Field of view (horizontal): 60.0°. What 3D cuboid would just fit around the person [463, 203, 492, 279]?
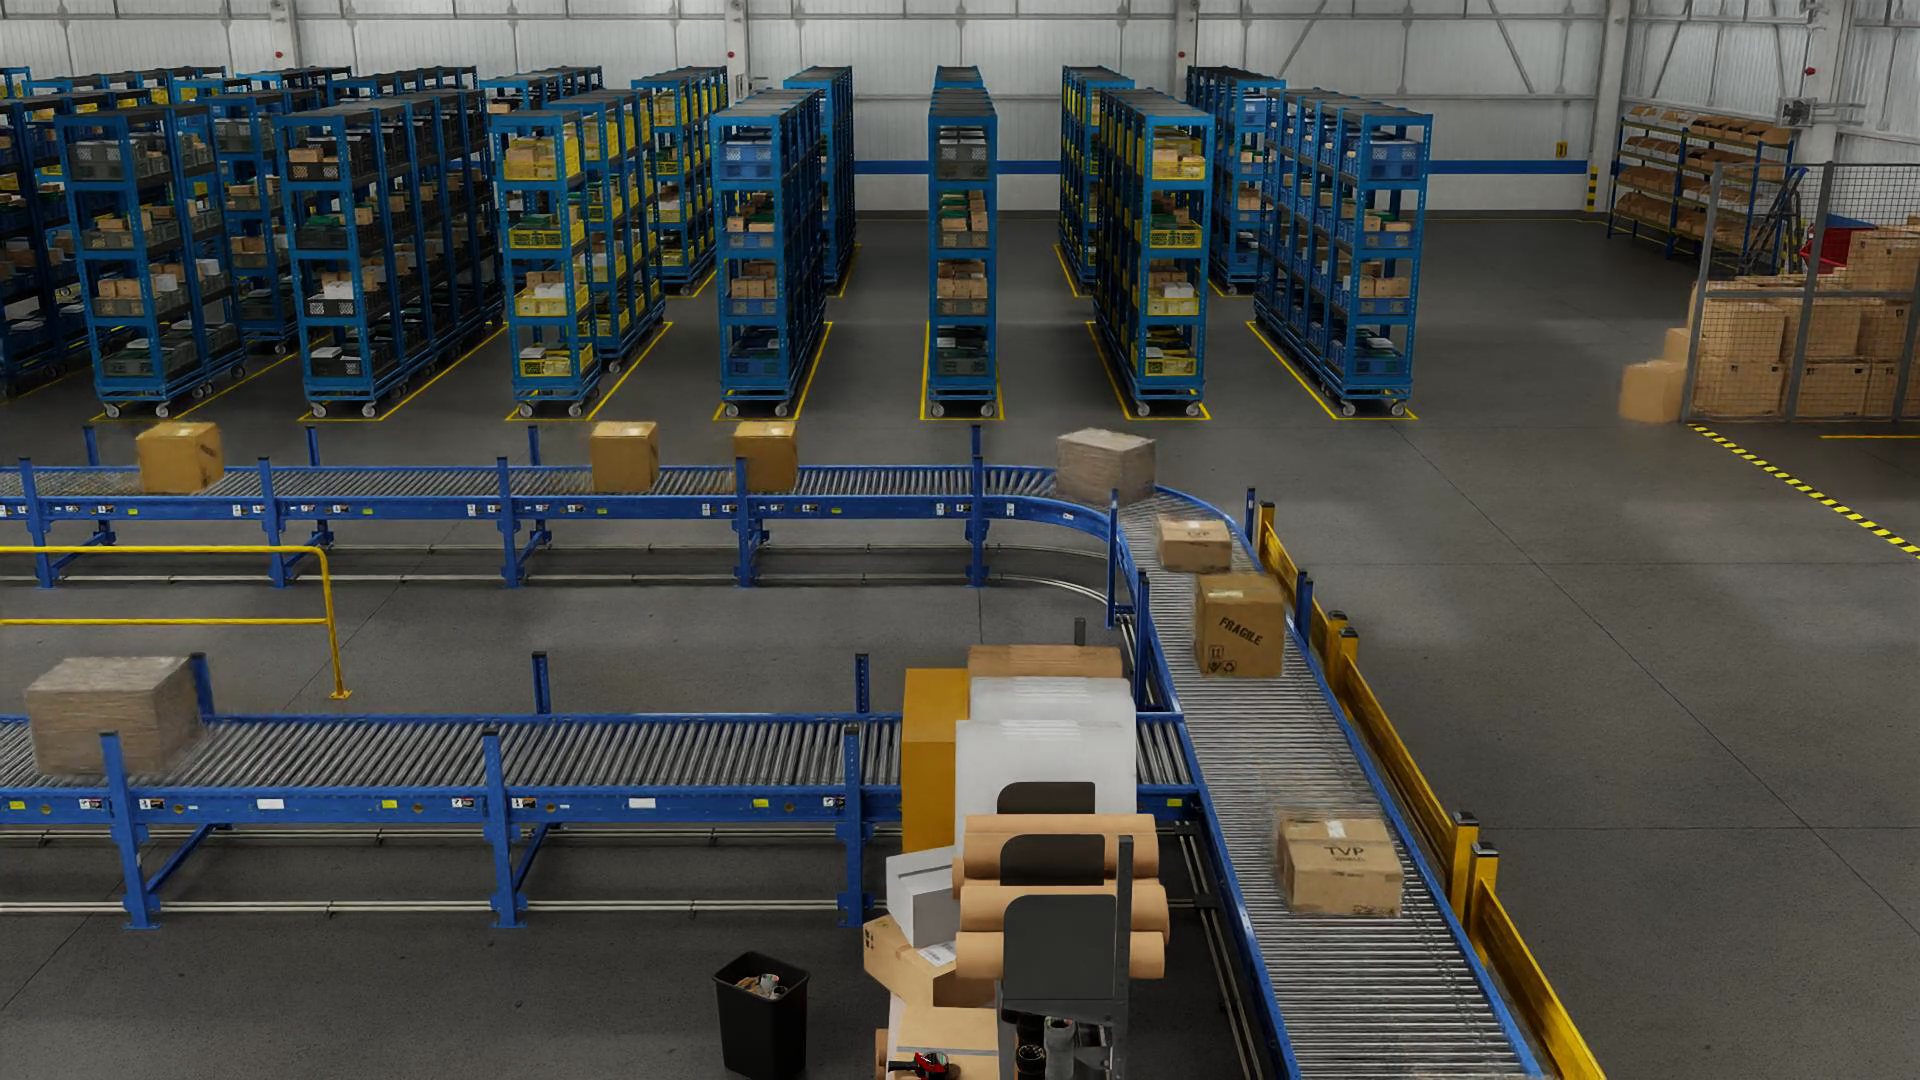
[{"bbox_3d":[-7.912,-4.835,27.599,0.724,1.804,0.618,-1,18,-4],"label":"person"}]

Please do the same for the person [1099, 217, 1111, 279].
[{"bbox_3d":[2.436,-4.489,26.503,0.389,1.837,0.560,-16,24,-40],"label":"person"}]
